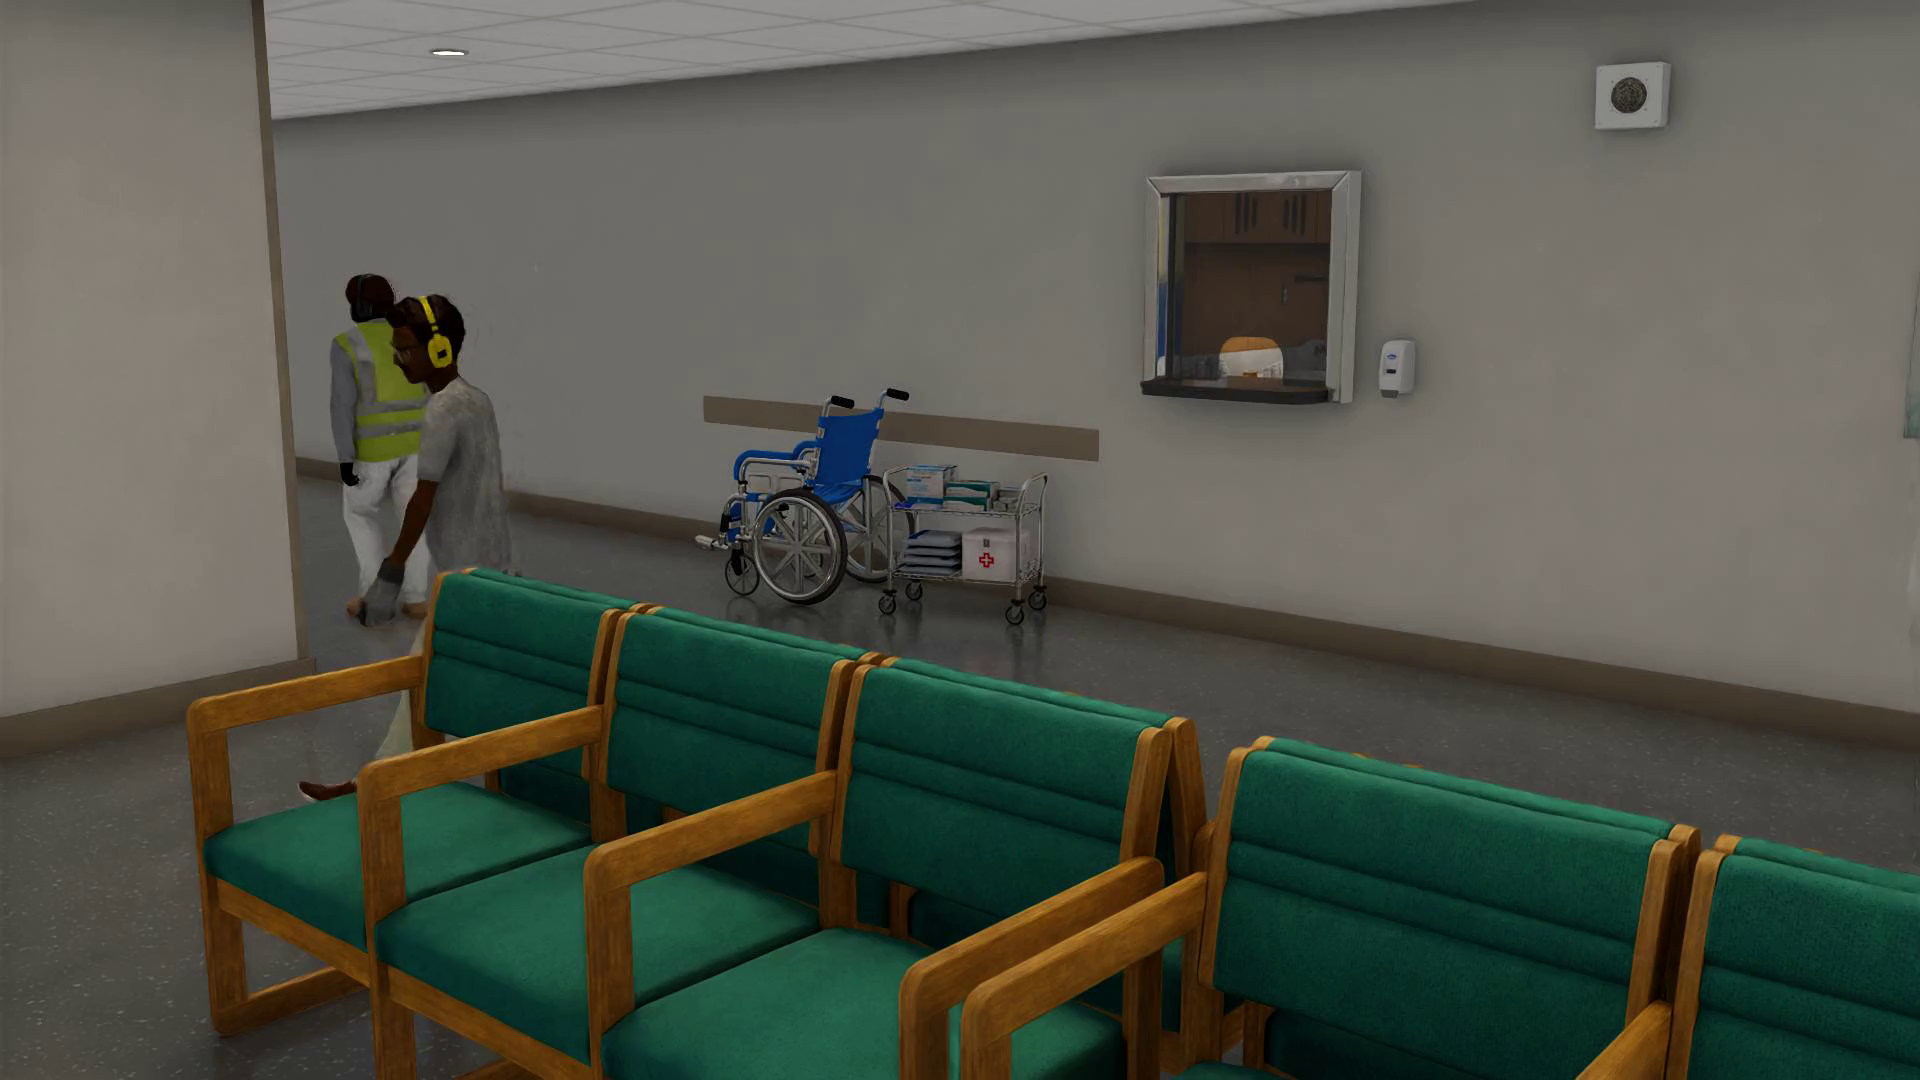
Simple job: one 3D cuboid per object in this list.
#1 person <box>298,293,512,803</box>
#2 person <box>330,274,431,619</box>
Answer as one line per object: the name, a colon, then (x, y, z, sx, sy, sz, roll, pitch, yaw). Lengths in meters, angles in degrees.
person: (-1.724, 0.118, 5.441, 0.970, 1.804, 0.481, -2, 10, -9)
person: (-3.021, -0.481, 8.782, 0.684, 1.827, 0.539, -10, 14, -43)
